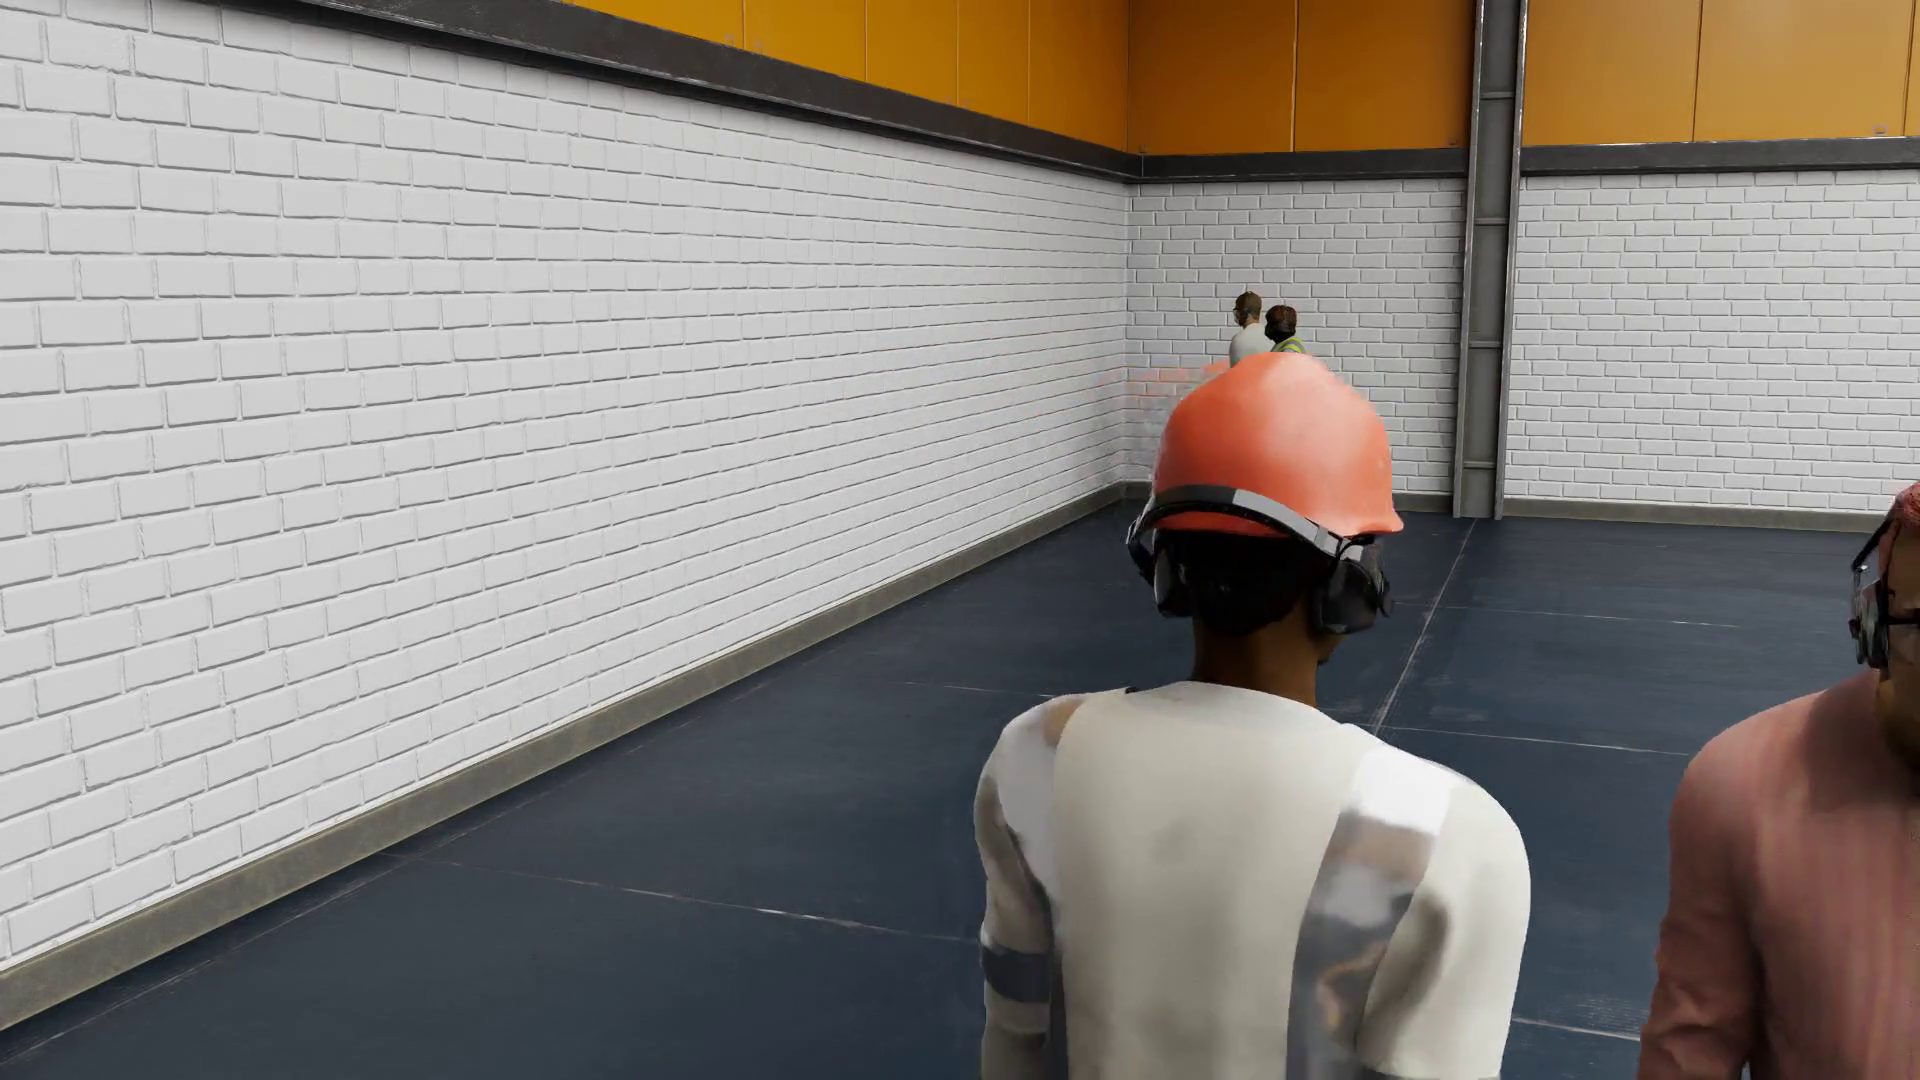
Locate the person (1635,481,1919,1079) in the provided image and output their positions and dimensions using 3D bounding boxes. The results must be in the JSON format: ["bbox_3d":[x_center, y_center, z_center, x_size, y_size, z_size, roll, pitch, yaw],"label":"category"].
[{"bbox_3d":[1.080,0.849,1.846,0.660,1.873,0.708,7,11,38],"label":"person"}]

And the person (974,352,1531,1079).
[{"bbox_3d":[0.233,0.811,1.716,0.620,2.006,1.025,7,11,36],"label":"person"}]

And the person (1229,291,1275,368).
[{"bbox_3d":[2.389,-1.079,13.754,0.356,1.936,0.638,6,11,33],"label":"person"}]

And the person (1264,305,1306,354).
[{"bbox_3d":[2.491,-0.909,12.988,0.429,1.842,0.636,1,9,5],"label":"person"}]
